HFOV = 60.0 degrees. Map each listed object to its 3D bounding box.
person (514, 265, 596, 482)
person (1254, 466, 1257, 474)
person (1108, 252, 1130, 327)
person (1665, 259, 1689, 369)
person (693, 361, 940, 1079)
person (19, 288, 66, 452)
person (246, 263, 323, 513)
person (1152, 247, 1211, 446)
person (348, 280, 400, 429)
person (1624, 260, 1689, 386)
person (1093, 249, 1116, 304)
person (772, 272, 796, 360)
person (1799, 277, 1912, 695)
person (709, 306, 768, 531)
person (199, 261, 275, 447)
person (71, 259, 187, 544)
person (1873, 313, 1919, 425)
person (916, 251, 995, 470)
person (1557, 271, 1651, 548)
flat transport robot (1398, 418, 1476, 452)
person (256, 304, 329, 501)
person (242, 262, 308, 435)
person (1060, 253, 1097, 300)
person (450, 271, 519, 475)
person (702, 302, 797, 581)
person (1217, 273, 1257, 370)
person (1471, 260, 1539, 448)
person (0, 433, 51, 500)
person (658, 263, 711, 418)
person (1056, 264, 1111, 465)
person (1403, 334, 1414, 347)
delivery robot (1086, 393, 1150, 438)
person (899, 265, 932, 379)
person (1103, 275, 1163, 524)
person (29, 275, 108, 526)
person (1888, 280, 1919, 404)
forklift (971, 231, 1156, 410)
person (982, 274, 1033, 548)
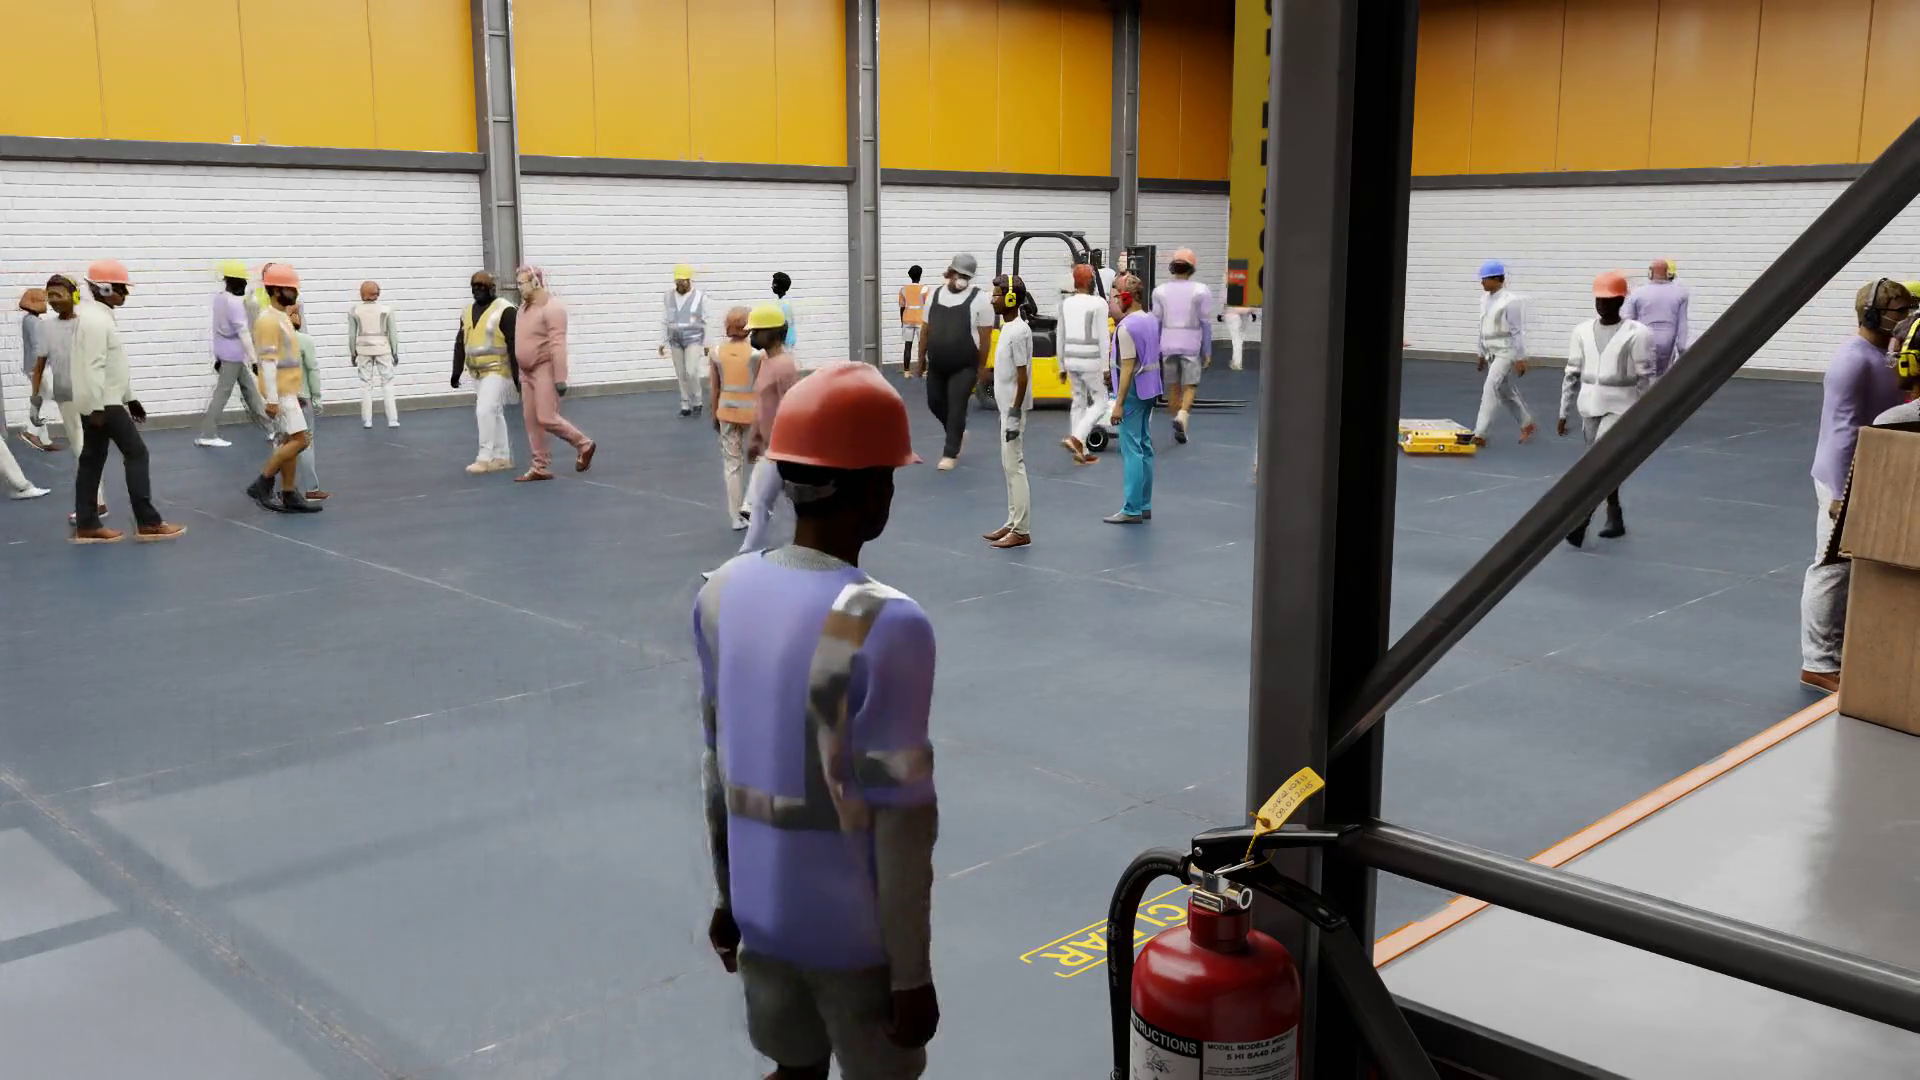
[{"bbox_3d":[-3.586,-1.446,14.487,0.629,1.882,0.651,-9,14,-41],"label":"person"},{"bbox_3d":[2.996,-1.411,14.086,0.989,1.956,0.620,-2,11,-13],"label":"person"},{"bbox_3d":[2.167,-2.848,22.025,0.410,1.913,0.651,-7,13,-35],"label":"person"},{"bbox_3d":[9.056,-2.698,21.460,0.595,1.825,0.403,5,11,25],"label":"person"},{"bbox_3d":[-0.299,0.653,2.916,0.550,1.920,0.644,10,15,44],"label":"person"},{"bbox_3d":[-9.023,-1.660,16.346,0.351,1.623,0.504,-8,13,-38],"label":"person"},{"bbox_3d":[-5.143,-1.137,12.663,0.440,1.921,0.553,-2,11,-13],"label":"person"},{"bbox_3d":[2.198,-1.920,16.676,0.633,2.018,0.690,4,11,20],"label":"person"},{"bbox_3d":[-6.473,-2.044,18.394,0.519,1.638,0.311,-2,11,-9],"label":"person"},{"bbox_3d":[7.856,-2.239,18.873,0.667,1.853,1.017,1,10,7],"label":"person"},{"bbox_3d":[2.199,-3.676,26.536,0.591,1.915,0.393,-1,10,-8],"label":"person"},{"bbox_3d":[-2.117,-2.347,19.883,0.319,1.697,0.532,-1,10,-6],"label":"person"},{"bbox_3d":[4.192,-0.247,7.770,0.376,1.940,0.629,9,14,42],"label":"person"},{"bbox_3d":[-1.554,-0.870,12.003,0.549,1.624,0.381,3,11,18],"label":"person"},{"bbox_3d":[-7.306,-1.886,16.884,0.995,1.867,0.613,-7,13,-35],"label":"person"},{"bbox_3d":[-5.808,-0.955,11.558,0.833,1.958,0.609,-6,12,-31],"label":"person"},{"bbox_3d":[3.424,0.123,5.982,0.516,1.860,0.317,-3,11,-16],"label":"person"},{"bbox_3d":[-0.048,-1.692,15.370,0.728,2.000,0.778,5,11,25],"label":"person"},{"bbox_3d":[4.418,-0.905,11.487,1.013,1.881,0.567,-9,14,-41],"label":"person"},{"bbox_3d":[4.722,-1.064,16.778,0.652,0.197,1.431,1,10,5],"label":"flat transport robot"},{"bbox_3d":[-5.364,-1.119,13.357,0.499,1.634,0.288,1,10,4],"label":"person"},{"bbox_3d":[-7.314,-2.044,17.835,0.631,1.843,0.429,-3,11,-18],"label":"person"},{"bbox_3d":[1.651,-2.843,22.058,0.811,1.888,0.705,-10,14,-43],"label":"person"},{"bbox_3d":[-4.297,-1.491,14.890,0.675,1.813,0.720,7,13,34],"label":"person"},{"bbox_3d":[-1.188,-0.558,10.042,0.864,1.726,0.546,-3,11,-15],"label":"person"},{"bbox_3d":[4.379,-3.652,26.653,0.654,1.819,0.756,-4,11,-22],"label":"person"},{"bbox_3d":[5.509,-1.870,16.771,0.977,1.896,0.659,-2,11,-12],"label":"person"},{"bbox_3d":[-7.863,-1.075,13.266,0.903,1.581,0.573,-4,11,-20],"label":"person"},{"bbox_3d":[-3.209,-2.312,19.377,0.585,1.809,0.436,4,11,18],"label":"person"},{"bbox_3d":[1.123,-1.599,15.327,0.613,1.870,0.473,9,14,42],"label":"person"},{"bbox_3d":[1.418,0.072,6.037,0.374,1.935,0.552,4,11,21],"label":"person"},{"bbox_3d":[1.533,-1.222,16.583,0.707,0.478,0.477,0,10,-7],"label":"delivery robot"},{"bbox_3d":[-0.656,-3.225,24.687,0.531,1.694,0.320,4,11,19],"label":"person"},{"bbox_3d":[1.293,-1.033,12.329,0.389,1.838,0.563,5,12,26],"label":"person"},{"bbox_3d":[-6.540,-1.008,12.187,0.569,1.830,0.877,0,10,-2],"label":"person"},{"bbox_3d":[8.366,-1.462,14.938,0.726,1.742,0.530,-2,11,-9],"label":"person"},{"bbox_3d":[1.222,-2.721,20.561,2.313,2.155,1.214,2,11,13],"label":"forklift"},{"bbox_3d":[0.334,-0.879,11.406,0.319,1.871,0.532,-1,10,-5],"label":"person"}]
